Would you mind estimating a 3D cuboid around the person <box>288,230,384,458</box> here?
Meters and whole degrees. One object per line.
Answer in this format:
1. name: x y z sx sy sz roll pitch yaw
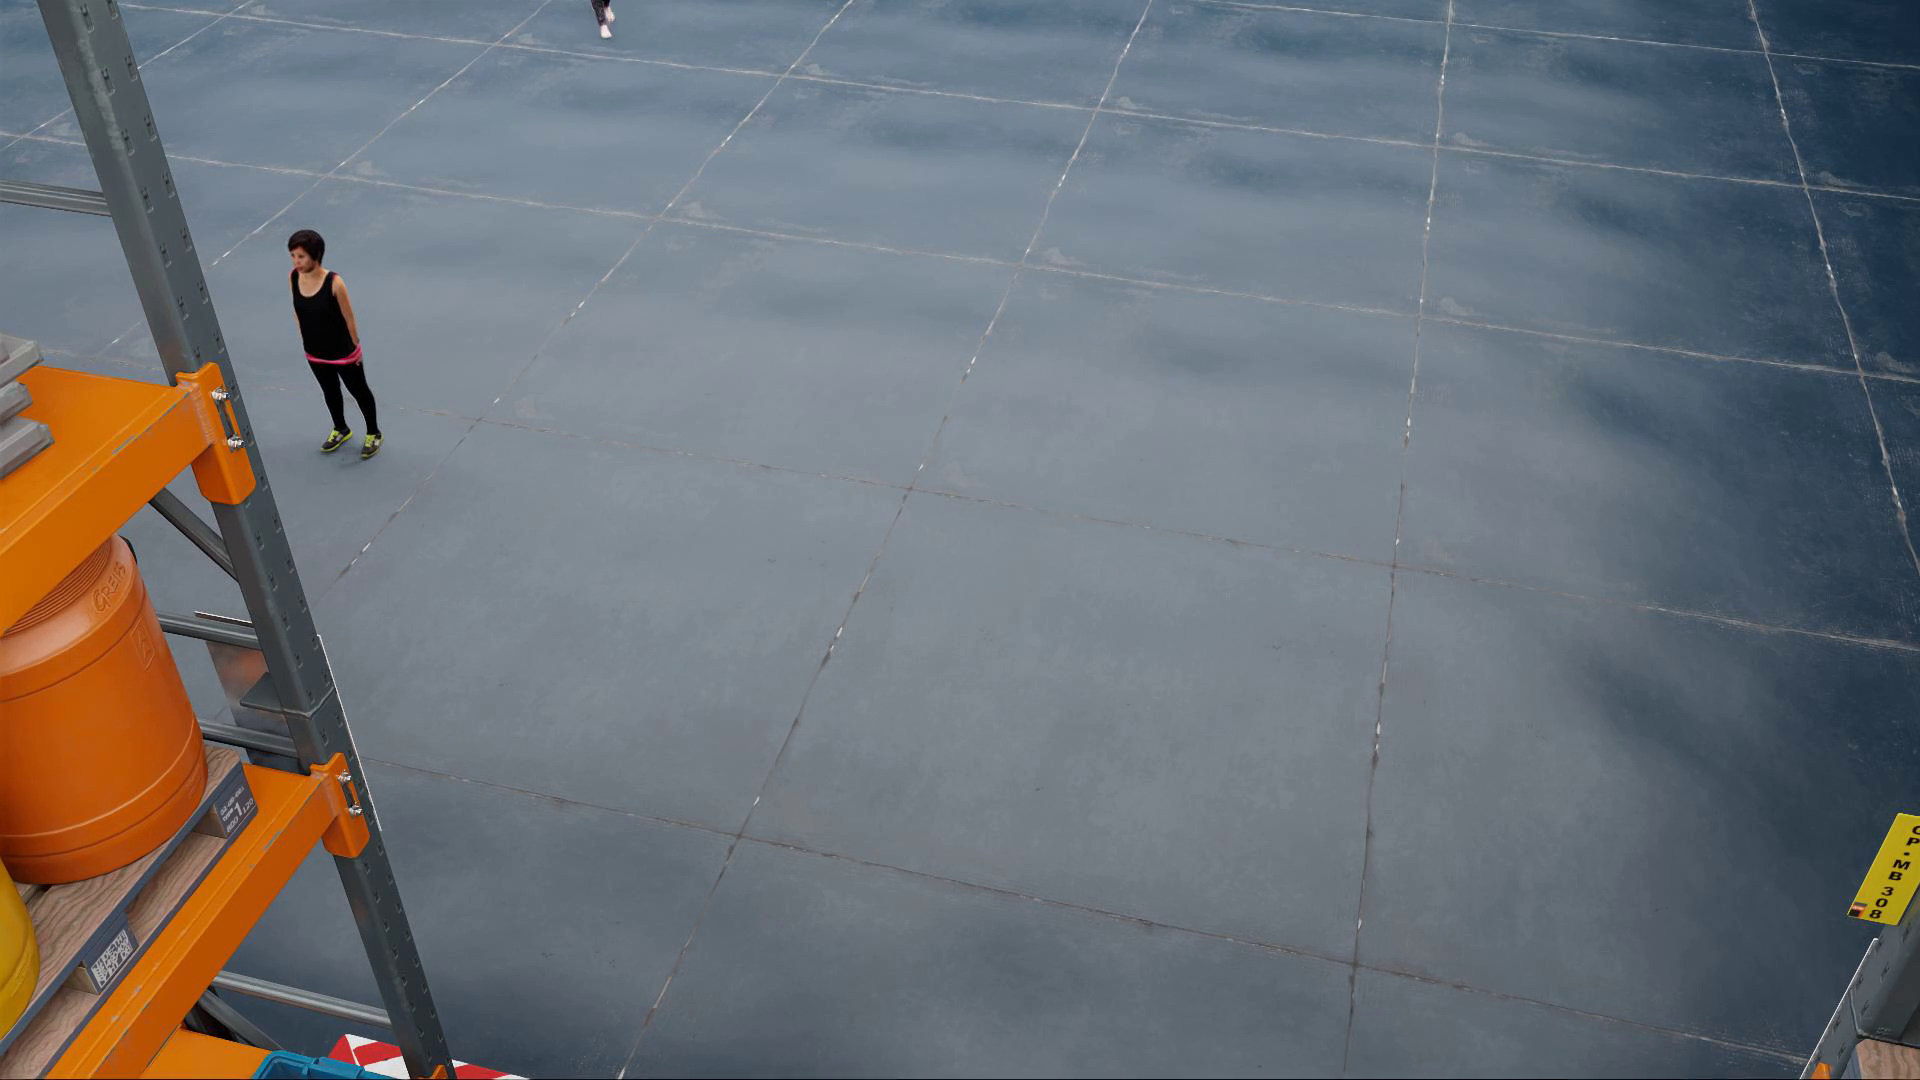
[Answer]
1. person: -3.926 -1.239 10.396 0.529 1.552 0.490 10 39 12
